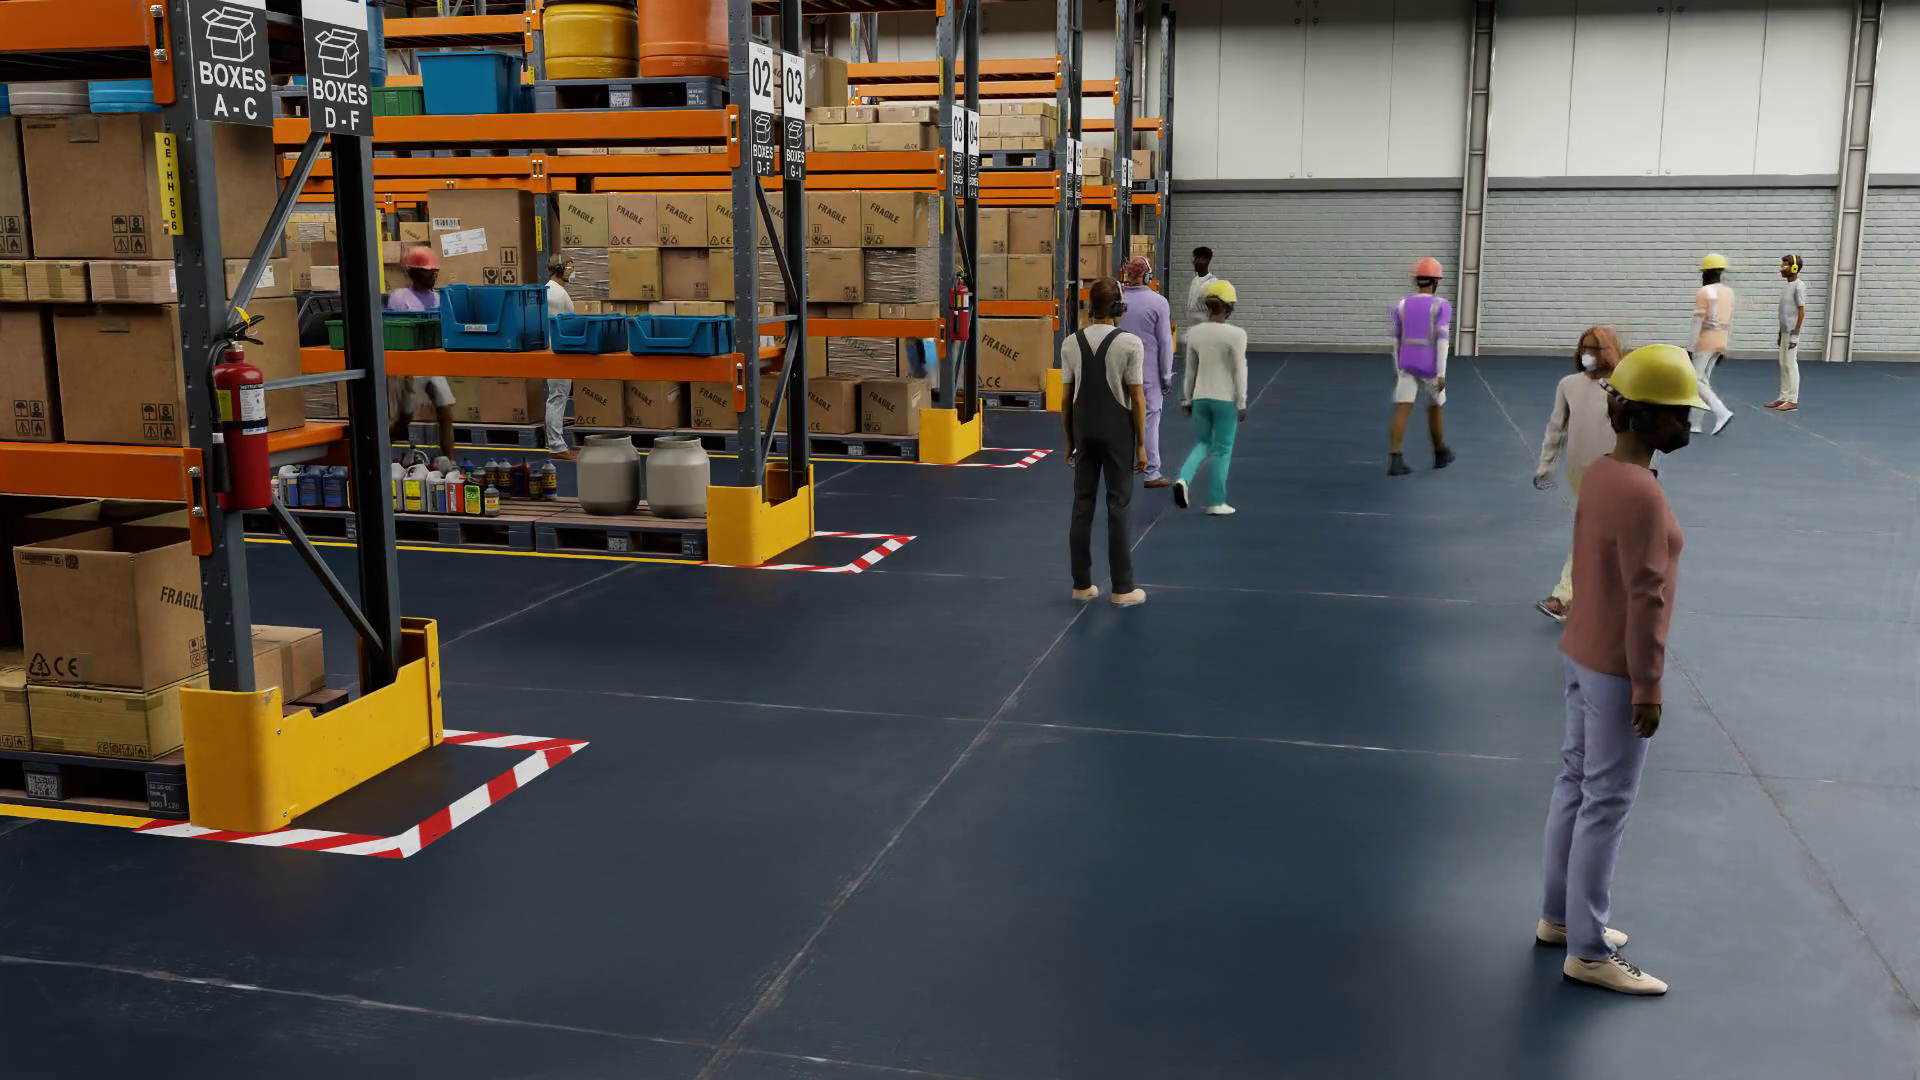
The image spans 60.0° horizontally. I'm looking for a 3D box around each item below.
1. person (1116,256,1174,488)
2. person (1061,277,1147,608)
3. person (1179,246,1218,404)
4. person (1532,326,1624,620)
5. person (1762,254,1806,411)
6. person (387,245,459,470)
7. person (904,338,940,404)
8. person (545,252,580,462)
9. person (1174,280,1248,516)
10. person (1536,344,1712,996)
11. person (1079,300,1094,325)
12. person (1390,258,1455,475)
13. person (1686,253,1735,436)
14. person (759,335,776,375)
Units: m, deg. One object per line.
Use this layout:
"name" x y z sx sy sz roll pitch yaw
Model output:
"person" 1.478 -1.383 13.766 0.637 1.911 0.406 6 12 30
"person" 0.806 -0.539 9.285 0.504 1.839 0.344 6 12 29
"person" 2.974 -2.629 20.512 0.367 1.966 0.606 -4 11 -20
"person" 3.400 -0.364 9.014 0.909 1.580 0.504 -7 12 -33
"person" 9.949 -2.484 19.978 0.329 1.871 0.513 2 10 9
"person" -4.524 -1.432 13.809 1.004 2.011 0.626 6 12 30
"person" -0.274 -1.799 16.789 0.755 1.666 0.541 2 10 9
"person" -3.708 -1.684 15.385 0.363 1.934 0.625 -2 11 -13
"person" 1.863 -1.033 12.271 0.469 1.755 0.527 -9 14 -42
"person" 1.833 0.347 4.580 0.329 1.765 0.533 1 10 5
"person" 2.182 -3.760 27.184 0.545 1.830 0.912 9 14 41
"person" 4.074 -1.528 14.644 0.569 1.879 1.010 9 14 42
"person" 7.829 -2.037 17.389 0.622 1.908 0.683 -8 13 -37
"person" -2.282 -2.481 19.514 0.405 2.035 0.606 3 11 16
